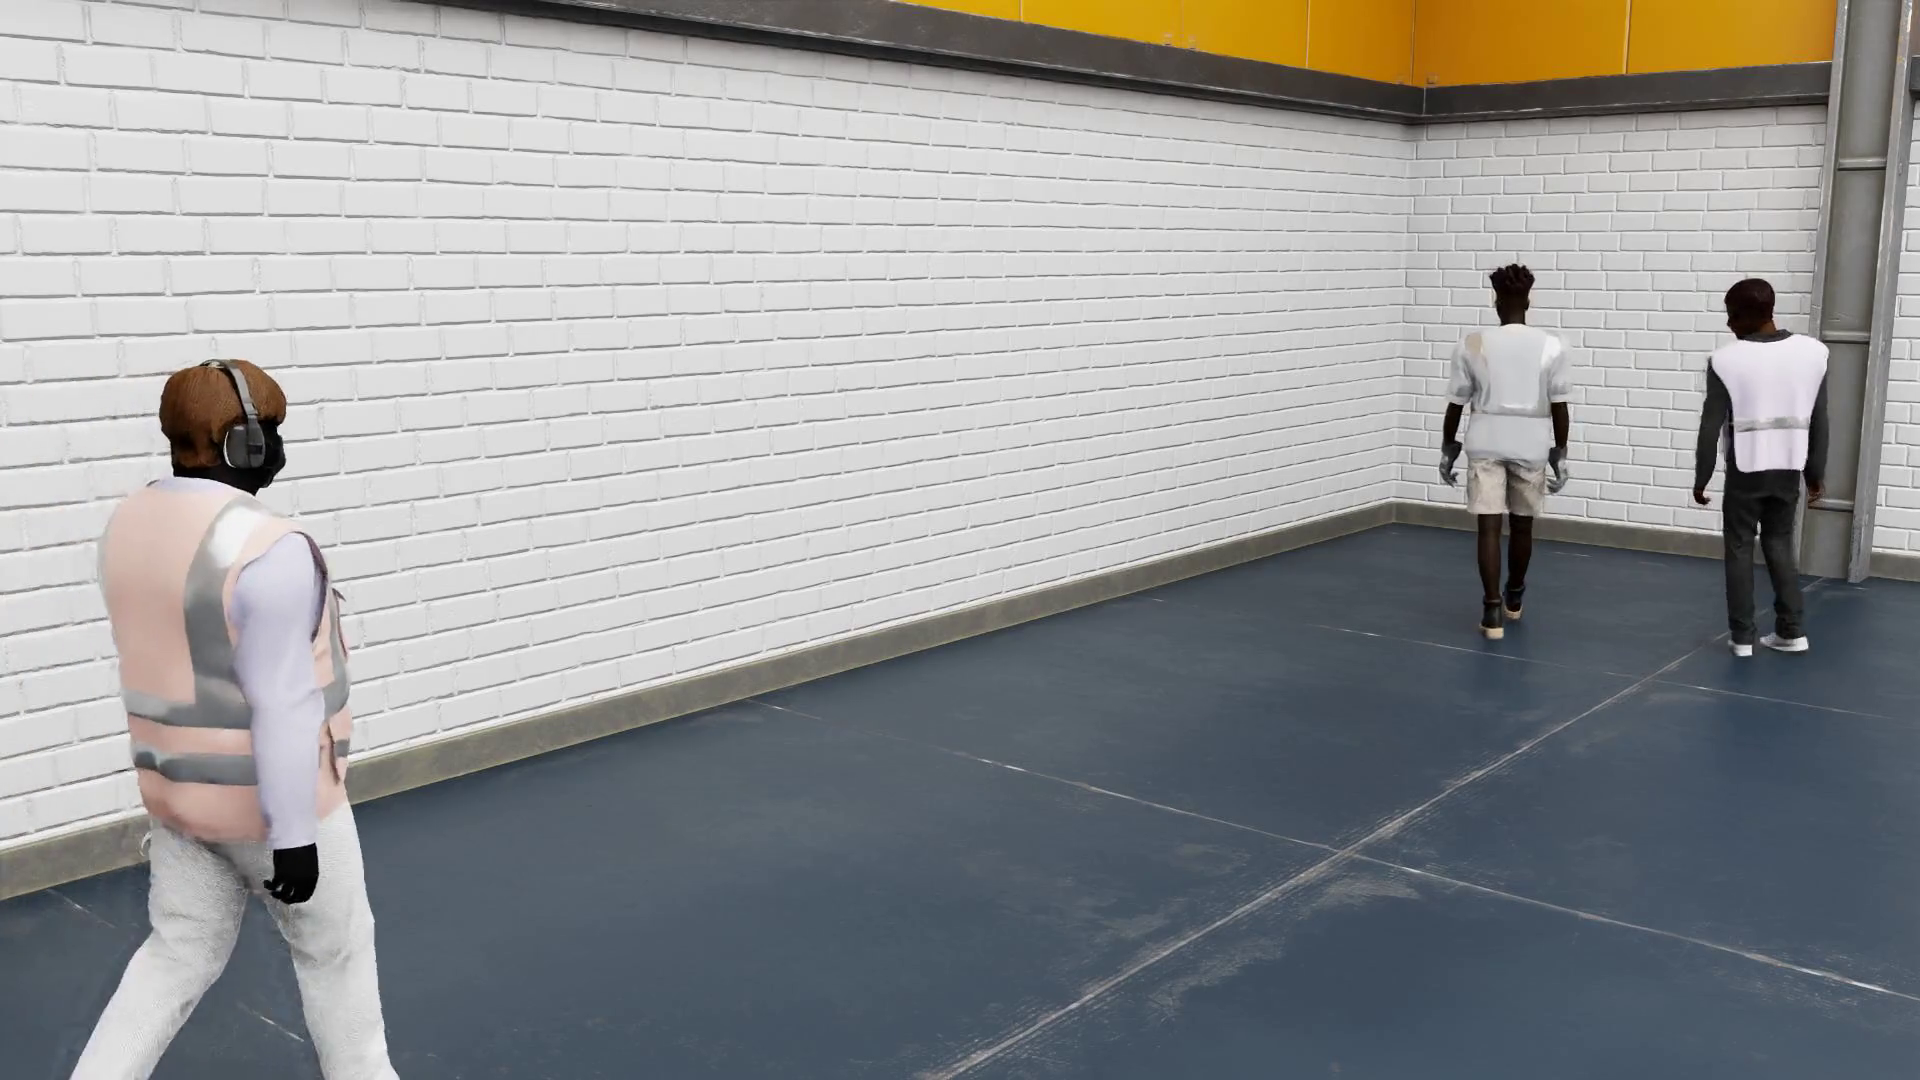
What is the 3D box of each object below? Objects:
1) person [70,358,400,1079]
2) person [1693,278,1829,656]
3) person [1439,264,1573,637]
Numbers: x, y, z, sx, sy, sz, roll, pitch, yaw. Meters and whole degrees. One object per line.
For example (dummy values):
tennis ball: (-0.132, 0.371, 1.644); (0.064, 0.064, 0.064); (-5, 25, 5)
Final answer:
person: (-1.553, 0.532, 3.446); (0.636, 1.816, 0.890); (6, 12, 32)
person: (3.943, -0.335, 8.185); (0.661, 1.873, 0.487); (0, 10, -1)
person: (2.884, -0.487, 8.847); (0.632, 1.930, 0.818); (2, 10, 12)
